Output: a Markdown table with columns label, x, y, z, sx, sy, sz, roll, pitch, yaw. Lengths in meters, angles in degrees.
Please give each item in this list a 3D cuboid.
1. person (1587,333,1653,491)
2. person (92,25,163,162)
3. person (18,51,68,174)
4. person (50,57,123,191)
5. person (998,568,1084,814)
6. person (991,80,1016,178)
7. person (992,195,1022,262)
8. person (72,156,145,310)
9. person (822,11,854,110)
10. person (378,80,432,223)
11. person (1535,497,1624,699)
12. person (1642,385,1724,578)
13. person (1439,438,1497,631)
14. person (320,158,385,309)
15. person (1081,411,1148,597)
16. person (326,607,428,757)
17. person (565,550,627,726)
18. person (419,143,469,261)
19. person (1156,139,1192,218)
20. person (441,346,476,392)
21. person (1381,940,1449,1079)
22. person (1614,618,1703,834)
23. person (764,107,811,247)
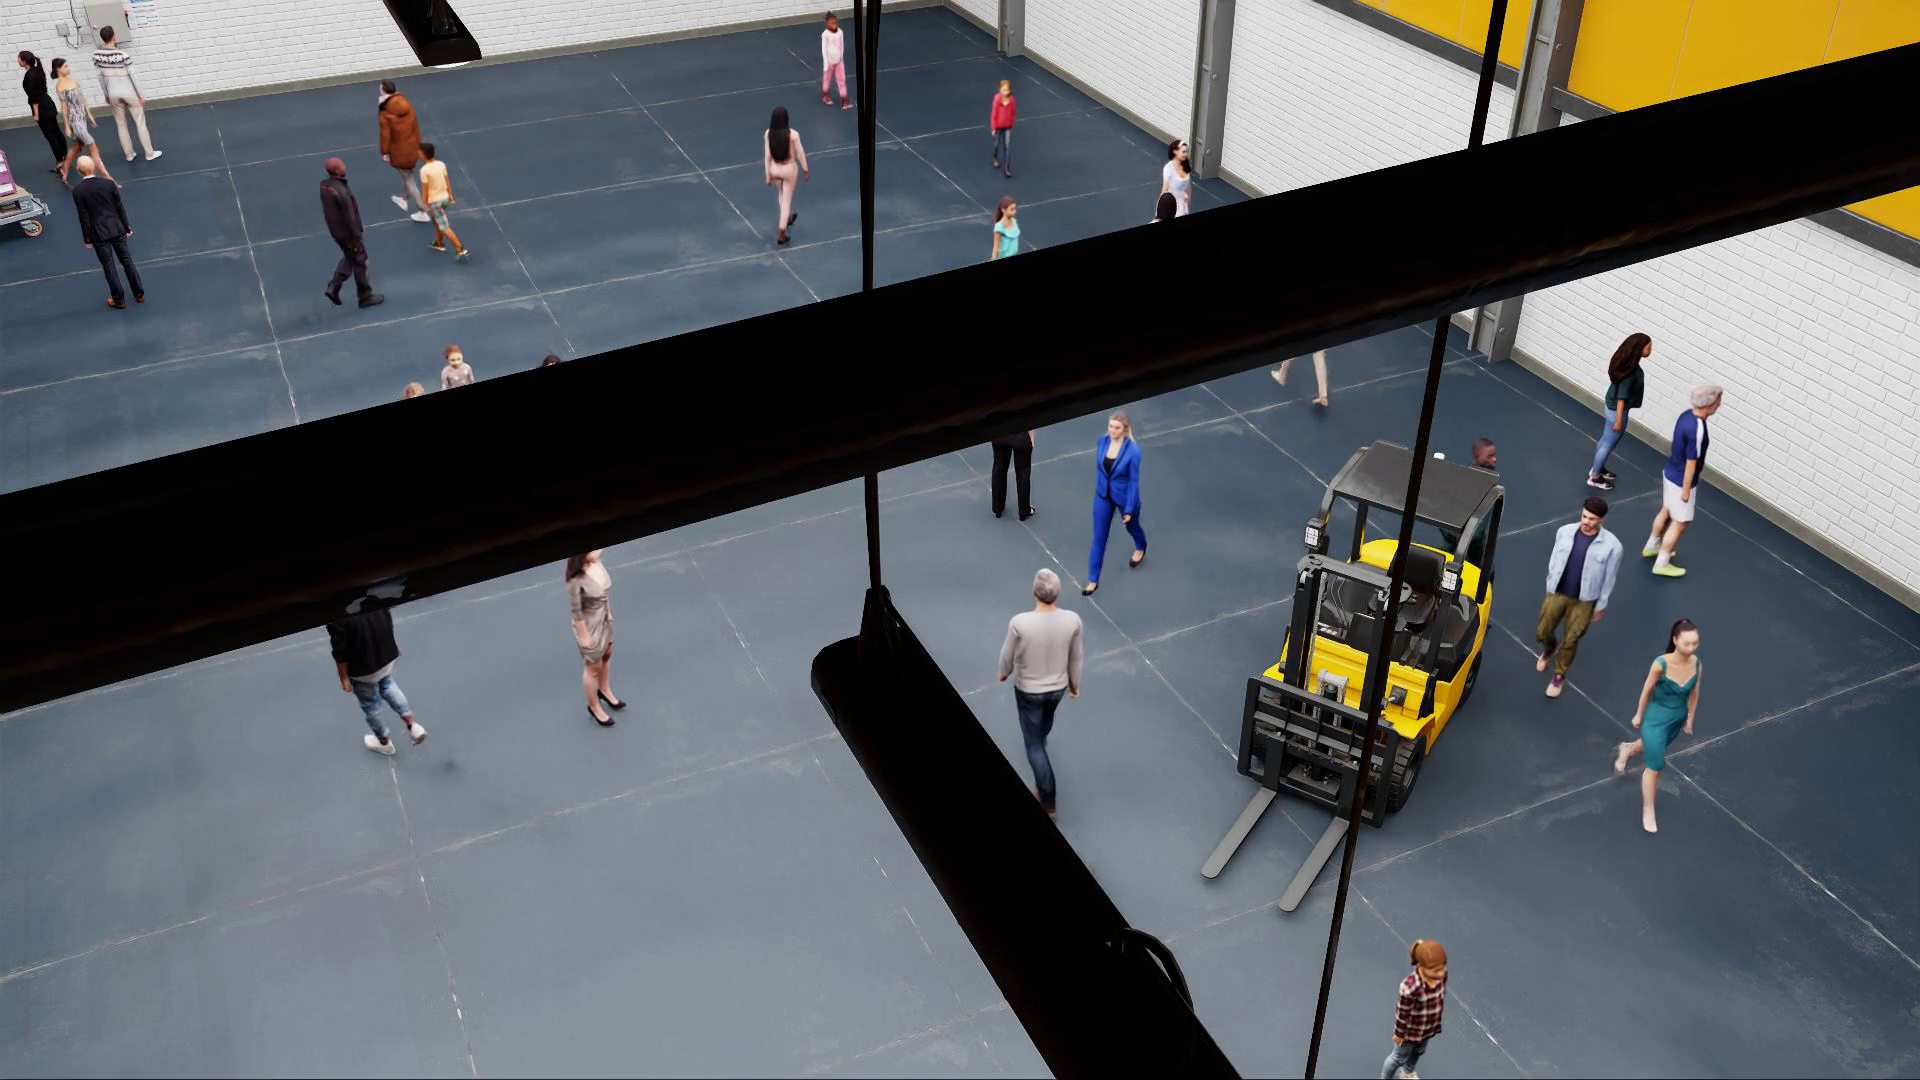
| label | x | y | z | sx | sy | sz | roll | pitch | yaw |
| --- | --- | --- | --- | --- | --- | --- | --- | --- | --- |
| person | 6.274 | -1.249 | 15.863 | 0.757 | 1.614 | 0.695 | 11 | 35 | 16 |
| person | -11.619 | -6.185 | 23.066 | 0.758 | 1.860 | 0.698 | -2 | 34 | -2 |
| person | -12.548 | -5.886 | 22.794 | 0.728 | 1.662 | 0.601 | -3 | 34 | -5 |
| person | -11.814 | -5.495 | 22.097 | 0.980 | 1.784 | 1.134 | 0 | 34 | 0 |
| person | 0.601 | 1.126 | 12.063 | 0.822 | 1.863 | 1.235 | -10 | 35 | -15 |
| person | 0.560 | -5.679 | 22.816 | 0.636 | 1.294 | 0.944 | -7 | 34 | -10 |
| person | 0.455 | -3.165 | 18.804 | 0.792 | 1.549 | 0.718 | 20 | 39 | 27 |
| person | -9.834 | -3.548 | 19.155 | 0.706 | 1.798 | 0.761 | 28 | 43 | 36 |
| person | -1.950 | -7.231 | 25.044 | 0.660 | 1.412 | 1.023 | -20 | 38 | -27 |
| person | -7.041 | -4.940 | 21.241 | 1.152 | 1.806 | 1.065 | 15 | 36 | 21 |
| person | 4.898 | 0.413 | 13.194 | 0.815 | 1.799 | 0.891 | 21 | 39 | 29 |
| person | 6.319 | -0.560 | 14.635 | 0.826 | 1.825 | 0.736 | 6 | 34 | 9 |
| person | 4.145 | -0.083 | 13.921 | 0.803 | 1.821 | 0.895 | -25 | 41 | -32 |
| person | -7.113 | -3.483 | 19.051 | 0.962 | 1.805 | 0.973 | 25 | 41 | 33 |
| person | 1.433 | -0.380 | 14.516 | 1.184 | 1.657 | 1.094 | 20 | 39 | 28 |
| person | -4.359 | 0.910 | 12.445 | 0.991 | 1.801 | 0.916 | 20 | 38 | 27 |
| person | -2.842 | 0.665 | 12.865 | 0.710 | 1.745 | 0.636 | 9 | 35 | 13 |
| person | -6.340 | -4.128 | 20.351 | 1.039 | 1.439 | 0.882 | 18 | 38 | 25 |
| person | 2.455 | -3.872 | 19.655 | 0.849 | 1.784 | 1.231 | -26 | 41 | -33 |
| person | -4.963 | -1.404 | 16.494 | 0.516 | 1.172 | 0.833 | -12 | 36 | -18 |
| person | 2.729 | 2.864 | 9.953 | 0.539 | 1.305 | 0.528 | -19 | 38 | -26 |
| person | 5.055 | 1.266 | 12.043 | 0.780 | 1.654 | 1.079 | -4 | 34 | -6 |
| person | -2.214 | -4.483 | 20.666 | 1.071 | 1.682 | 1.124 | 12 | 36 | 18 |
